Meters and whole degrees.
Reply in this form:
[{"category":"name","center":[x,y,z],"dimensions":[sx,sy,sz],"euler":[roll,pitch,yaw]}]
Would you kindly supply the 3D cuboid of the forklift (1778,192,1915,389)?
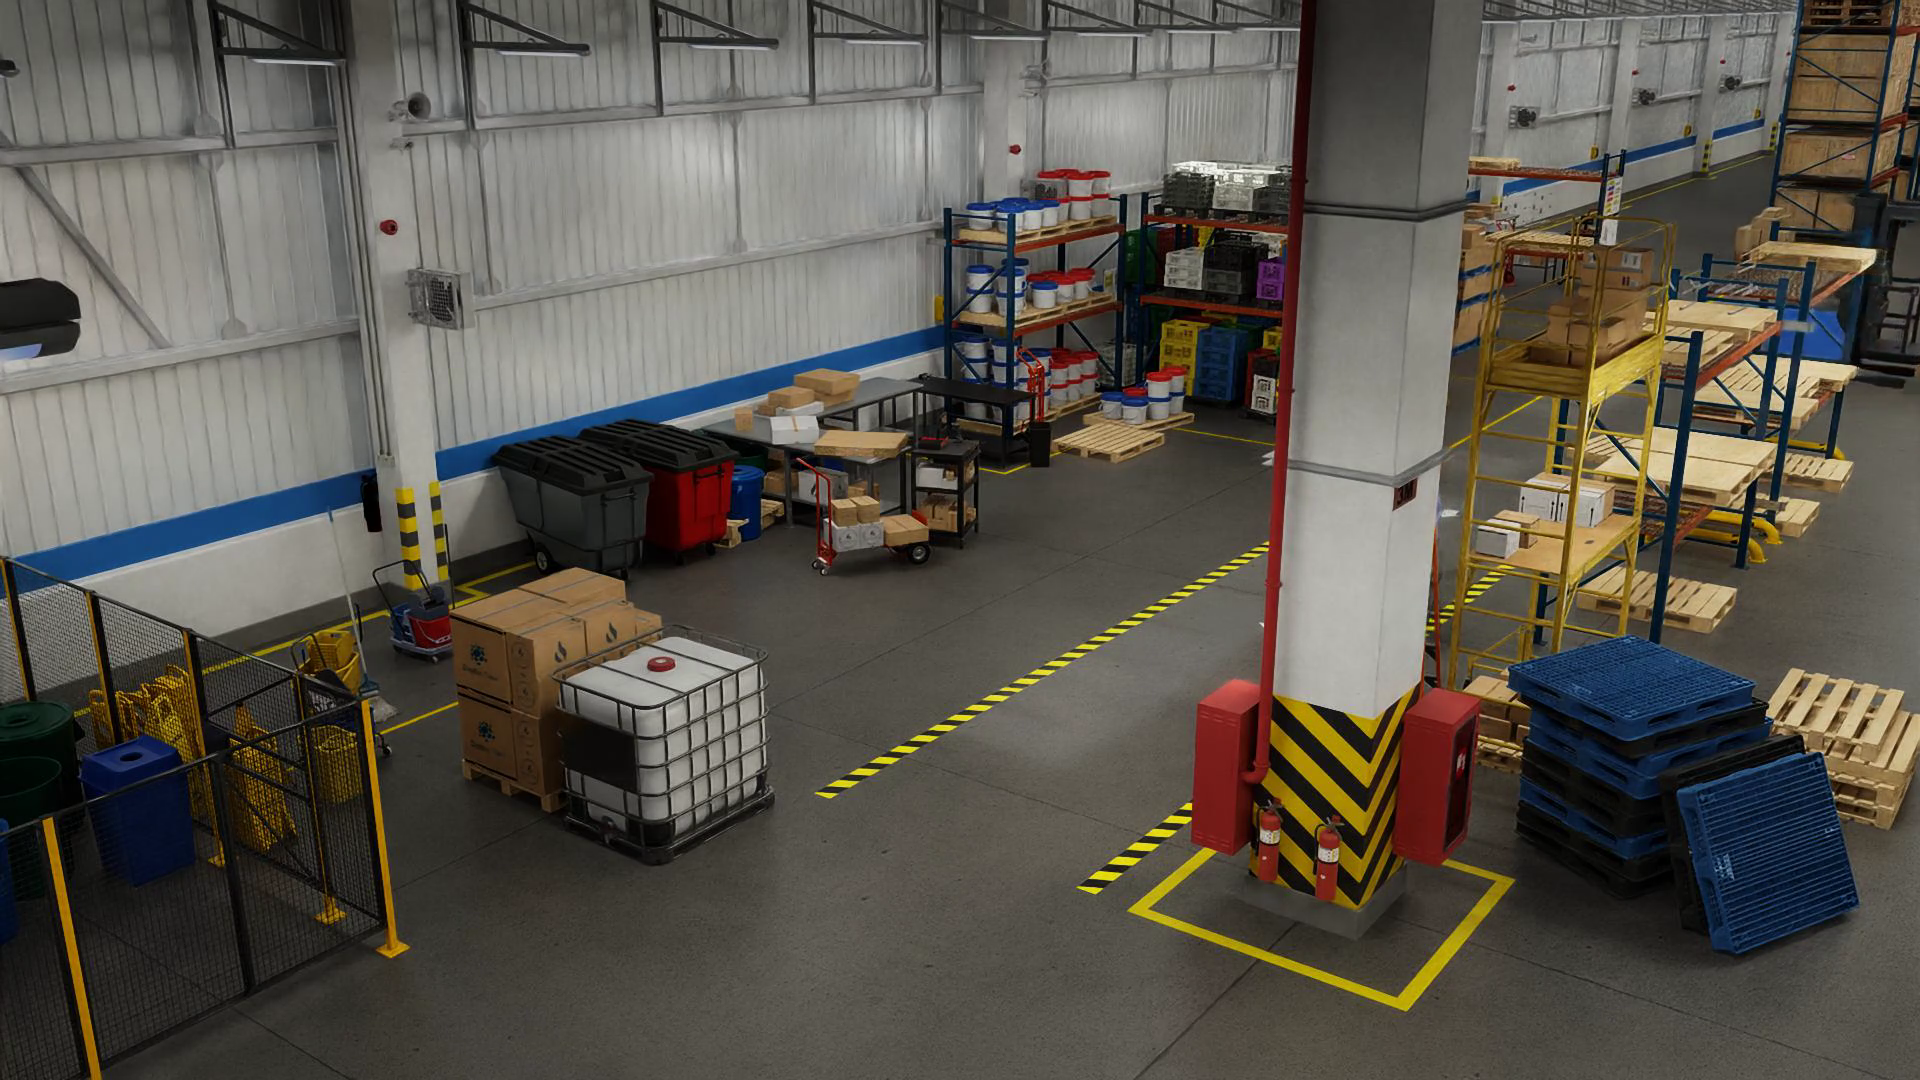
[{"category":"forklift","center":[13.746,-3.887,25.515],"dimensions":[1.873,2.768,1.129],"euler":[13,22,34]}]
